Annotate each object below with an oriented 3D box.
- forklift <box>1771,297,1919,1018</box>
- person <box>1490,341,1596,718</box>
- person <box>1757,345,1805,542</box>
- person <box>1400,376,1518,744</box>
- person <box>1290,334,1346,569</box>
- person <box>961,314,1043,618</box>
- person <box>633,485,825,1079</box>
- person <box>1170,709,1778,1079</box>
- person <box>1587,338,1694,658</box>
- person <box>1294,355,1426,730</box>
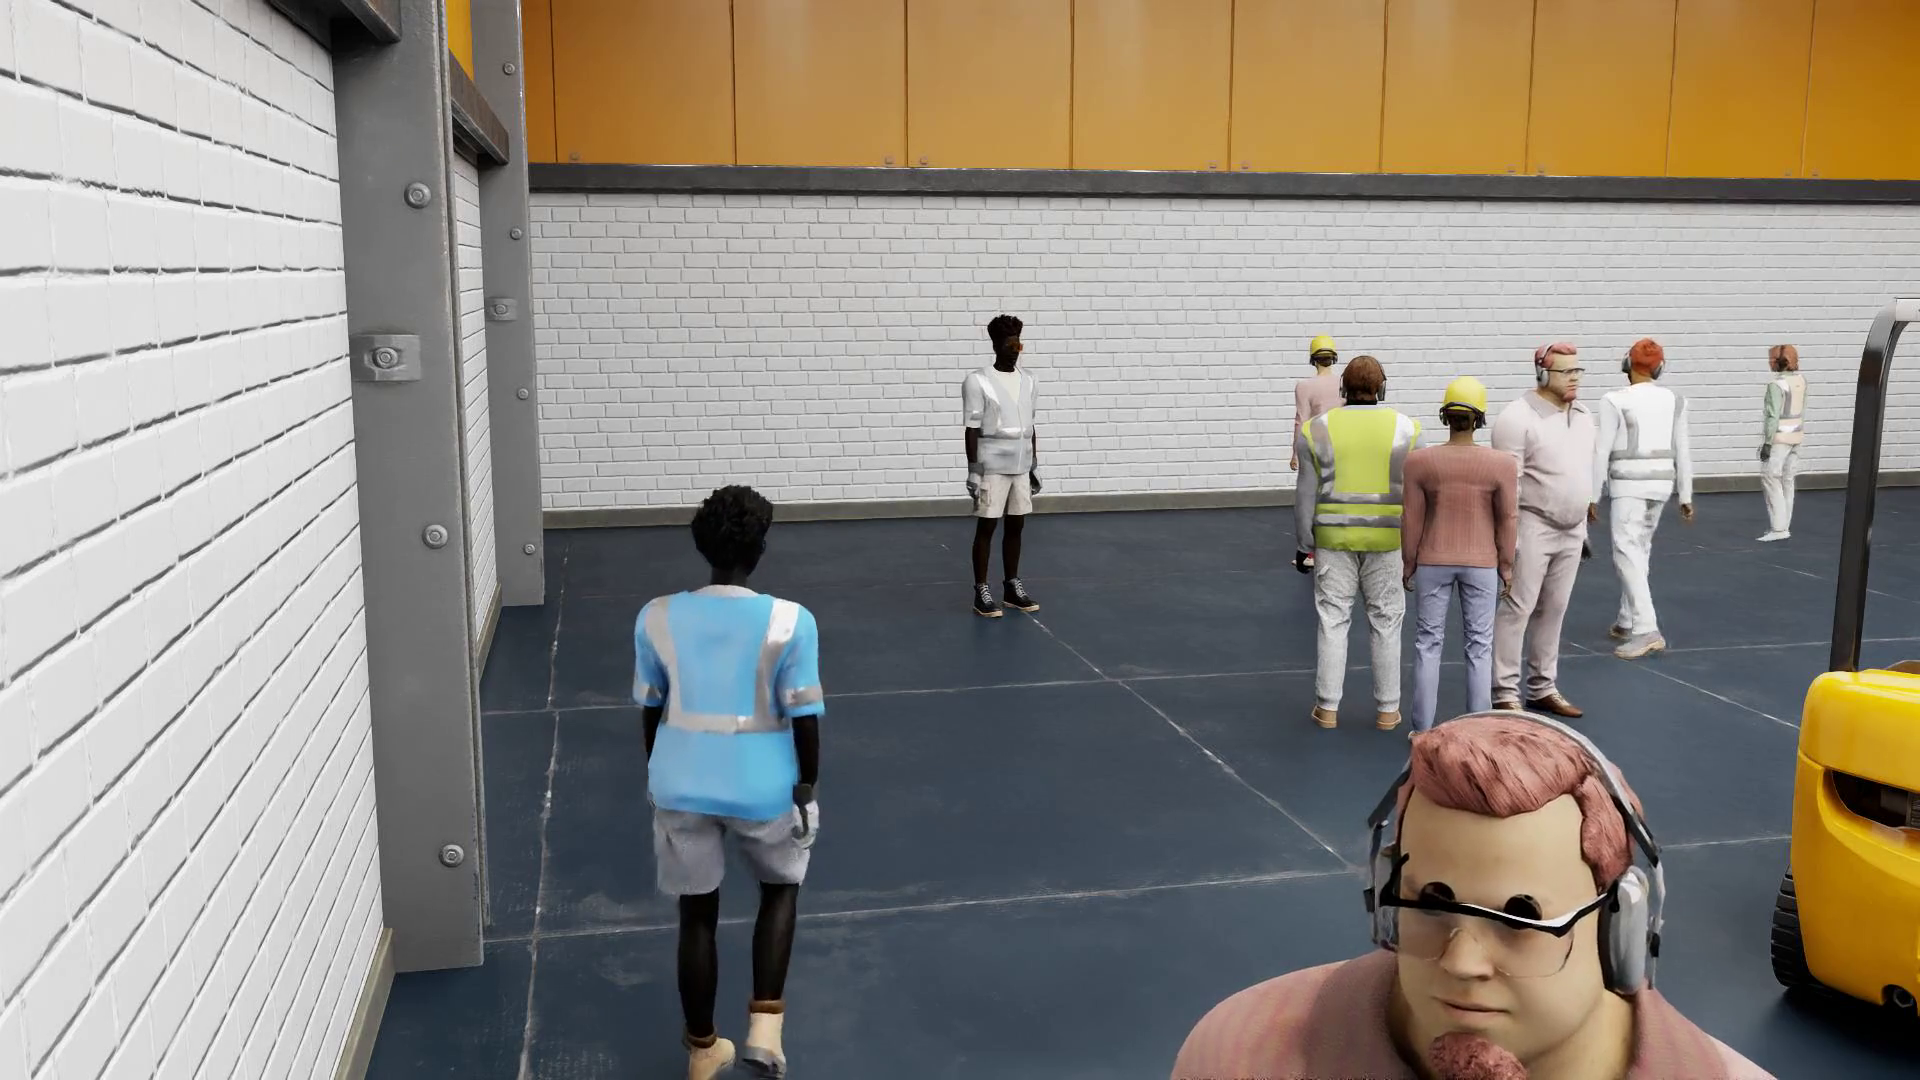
[{"bbox_3d":[3.542,0.334,5.177,2.313,2.155,1.214,-9,13,-43],"label":"forklift"},{"bbox_3d":[2.918,-0.030,8.272,0.651,1.906,0.403,-5,11,-30],"label":"person"},{"bbox_3d":[6.850,-0.798,13.816,0.585,1.634,0.371,-7,12,-37],"label":"person"},{"bbox_3d":[2.319,0.123,7.766,0.525,1.769,0.314,3,10,18],"label":"person"},{"bbox_3d":[2.730,-0.667,12.584,0.532,1.765,0.323,-4,10,-22],"label":"person"},{"bbox_3d":[0.287,-0.486,10.861,0.613,1.965,0.361,-7,12,-38],"label":"person"},{"bbox_3d":[-0.631,0.687,4.574,0.549,1.679,0.377,1,9,4],"label":"person"},{"bbox_3d":[0.447,1.080,1.498,0.643,1.910,0.399,5,10,26],"label":"person"},{"bbox_3d":[4.068,-0.255,9.853,0.625,1.857,0.734,-3,10,-15],"label":"person"},{"bbox_3d":[1.955,0.018,8.171,0.622,1.845,0.430,2,10,11],"label":"person"}]
